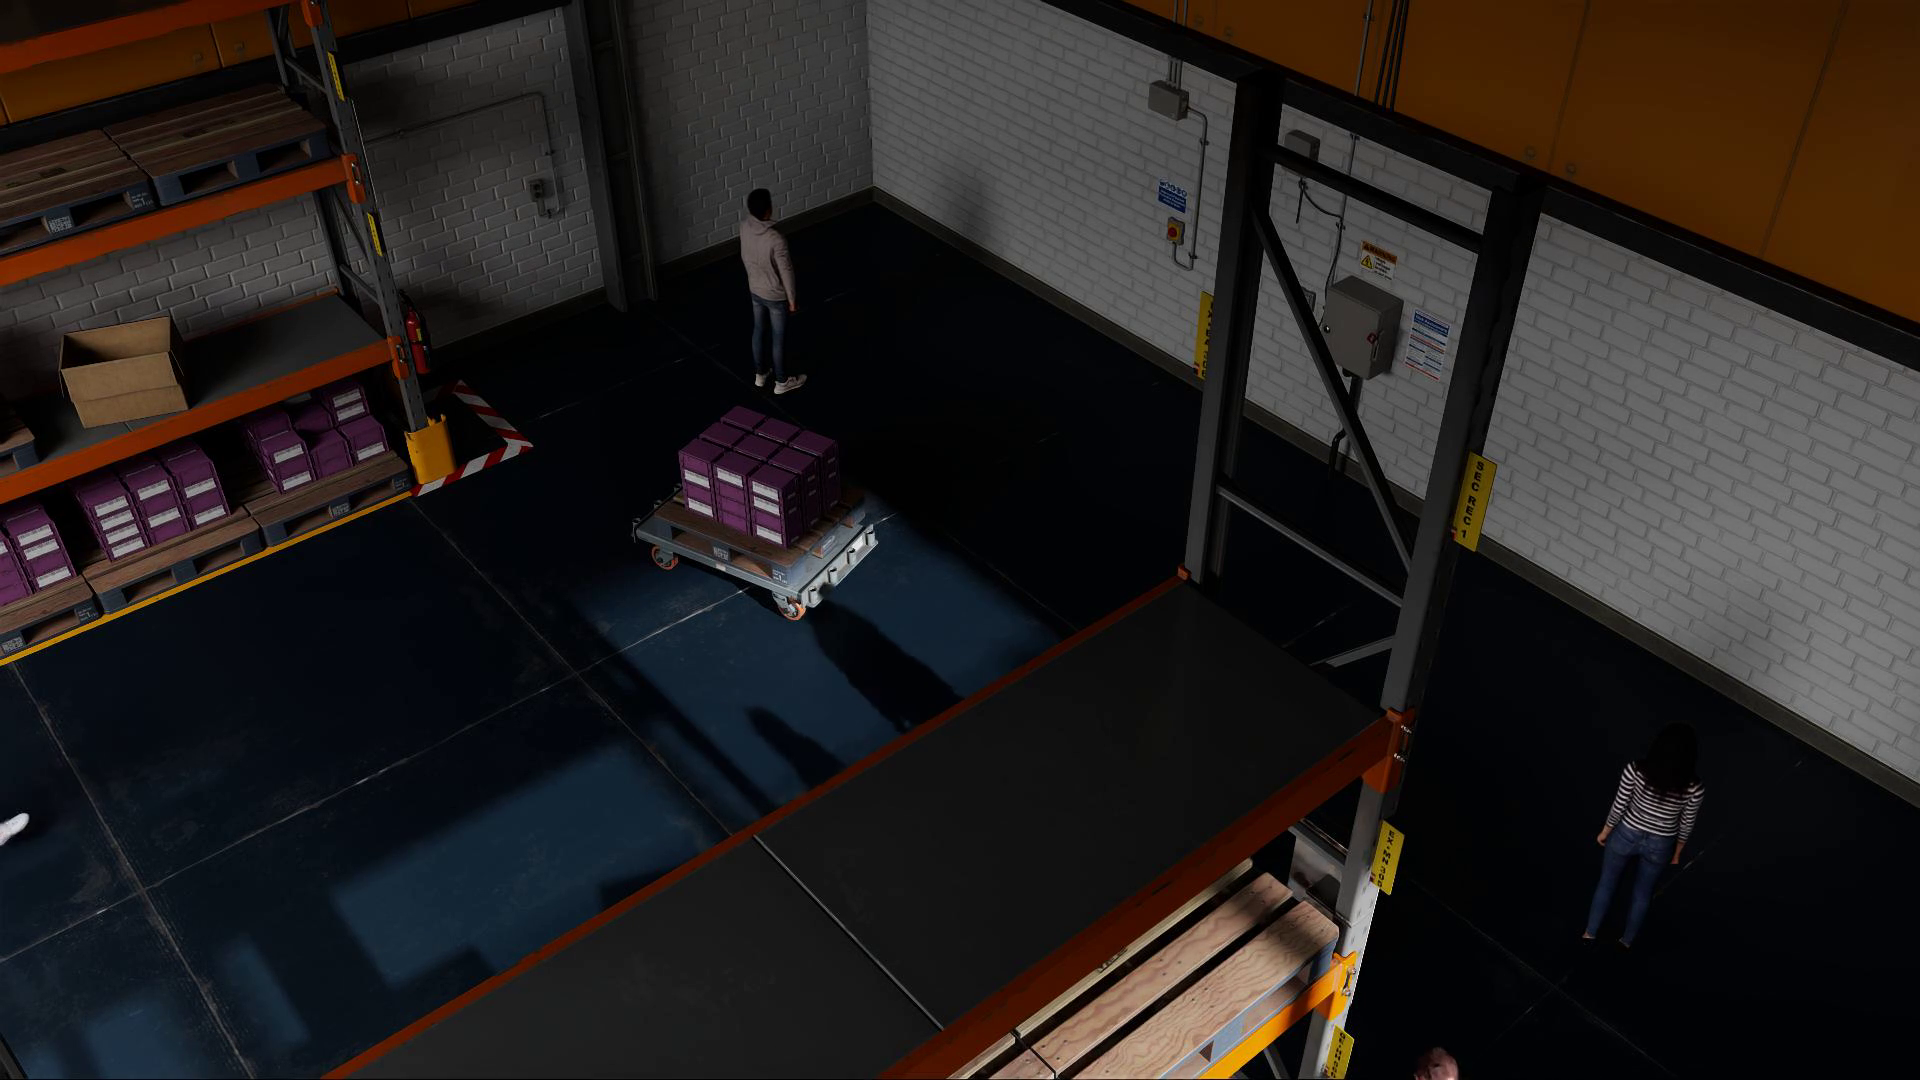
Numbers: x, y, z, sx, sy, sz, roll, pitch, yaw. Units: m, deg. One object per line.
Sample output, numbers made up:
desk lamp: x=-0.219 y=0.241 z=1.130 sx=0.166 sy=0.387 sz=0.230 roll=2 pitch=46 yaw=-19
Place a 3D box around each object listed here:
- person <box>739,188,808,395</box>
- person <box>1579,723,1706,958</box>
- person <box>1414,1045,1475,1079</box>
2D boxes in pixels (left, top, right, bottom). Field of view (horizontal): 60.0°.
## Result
person: x=-1.618 y=-2.098 z=13.968 sx=0.718 sy=1.854 sz=0.650 roll=25 pitch=45 yaw=28
person: x=3.790 y=1.696 z=9.264 sx=0.653 sy=1.796 sz=0.640 roll=14 pitch=41 yaw=17
person: x=2.078 y=2.875 z=7.780 sx=1.076 sy=1.807 sz=1.017 roll=-8 pitch=39 yaw=-10
